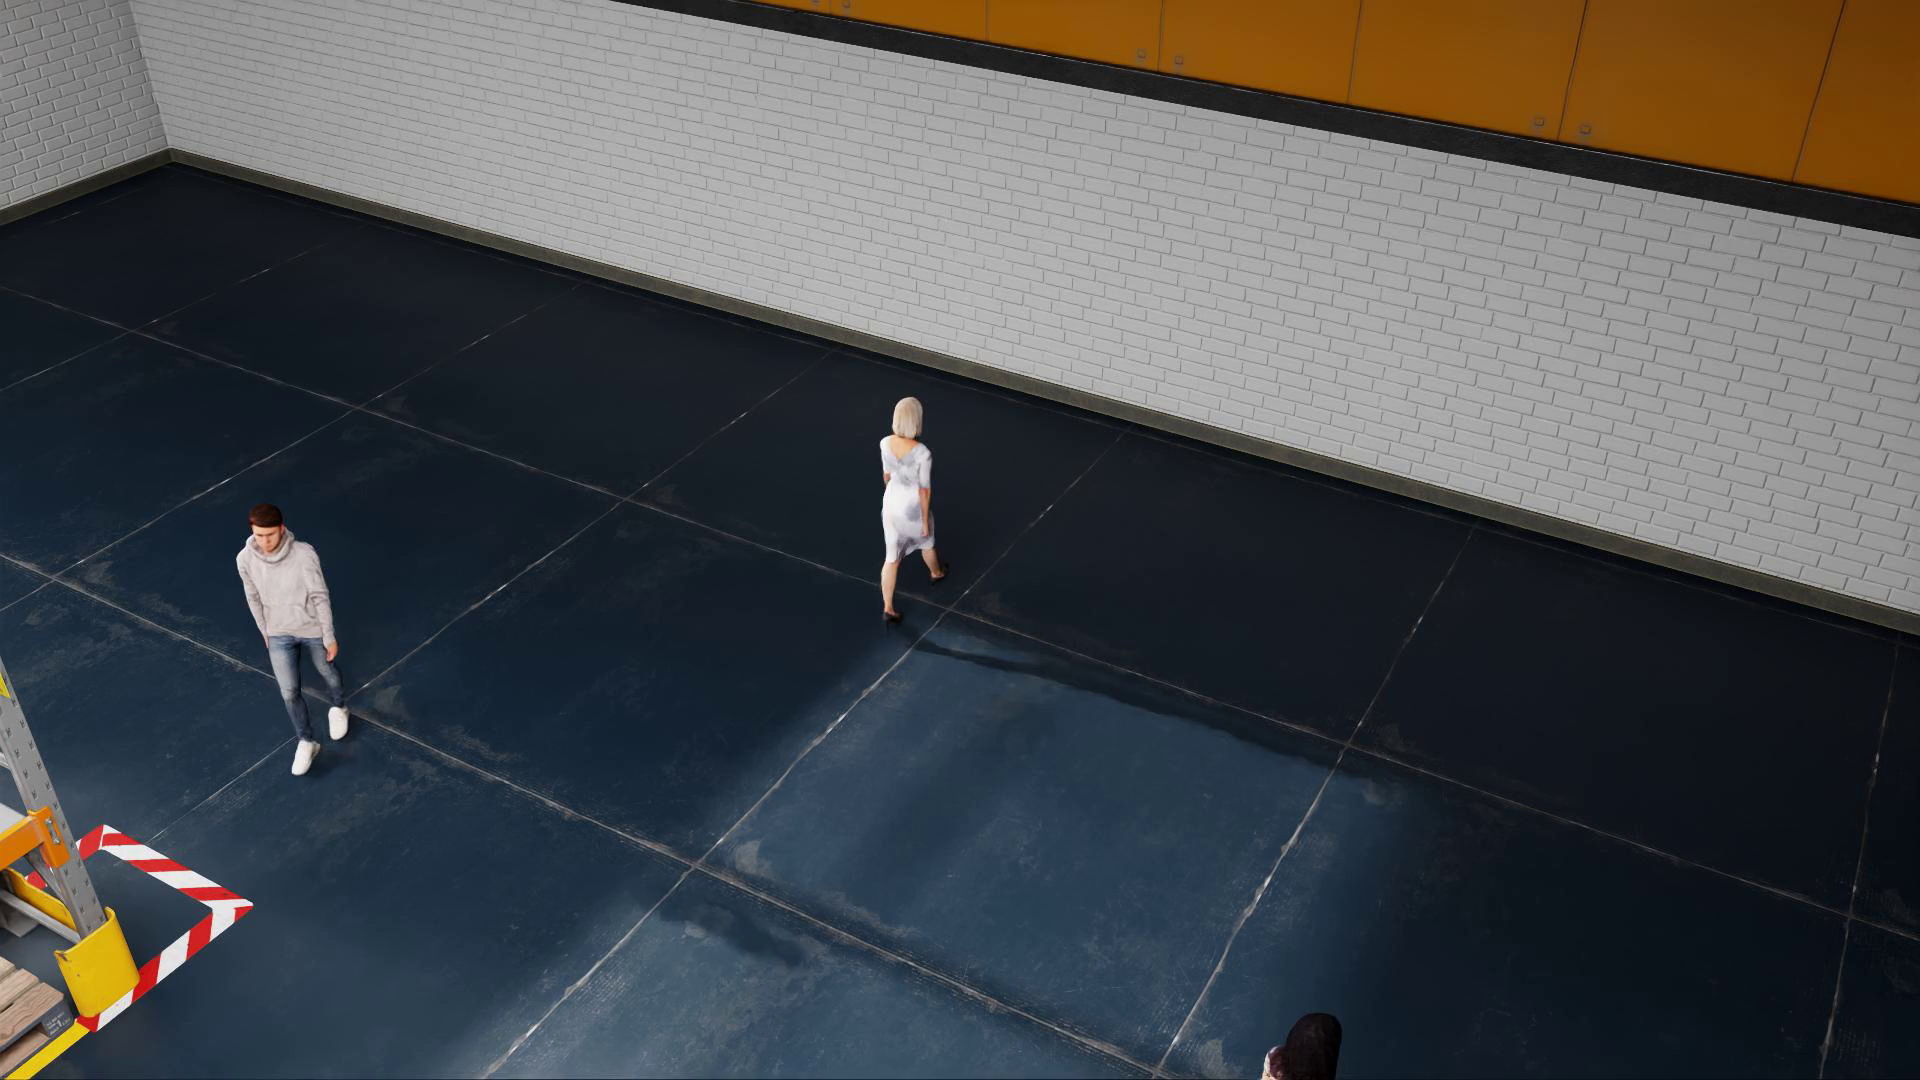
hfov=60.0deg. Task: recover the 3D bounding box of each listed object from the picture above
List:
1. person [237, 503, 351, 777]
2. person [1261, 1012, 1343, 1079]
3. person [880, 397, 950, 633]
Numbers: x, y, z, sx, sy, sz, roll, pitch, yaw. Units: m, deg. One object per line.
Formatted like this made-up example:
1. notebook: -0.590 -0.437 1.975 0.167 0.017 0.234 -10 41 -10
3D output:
1. person: -4.107 0.496 10.417 0.988 1.825 1.077 -6 34 -9
2. person: 1.414 2.699 7.192 0.651 1.728 0.643 23 40 30
3. person: -0.409 -0.139 11.488 0.613 1.698 1.062 16 37 22
